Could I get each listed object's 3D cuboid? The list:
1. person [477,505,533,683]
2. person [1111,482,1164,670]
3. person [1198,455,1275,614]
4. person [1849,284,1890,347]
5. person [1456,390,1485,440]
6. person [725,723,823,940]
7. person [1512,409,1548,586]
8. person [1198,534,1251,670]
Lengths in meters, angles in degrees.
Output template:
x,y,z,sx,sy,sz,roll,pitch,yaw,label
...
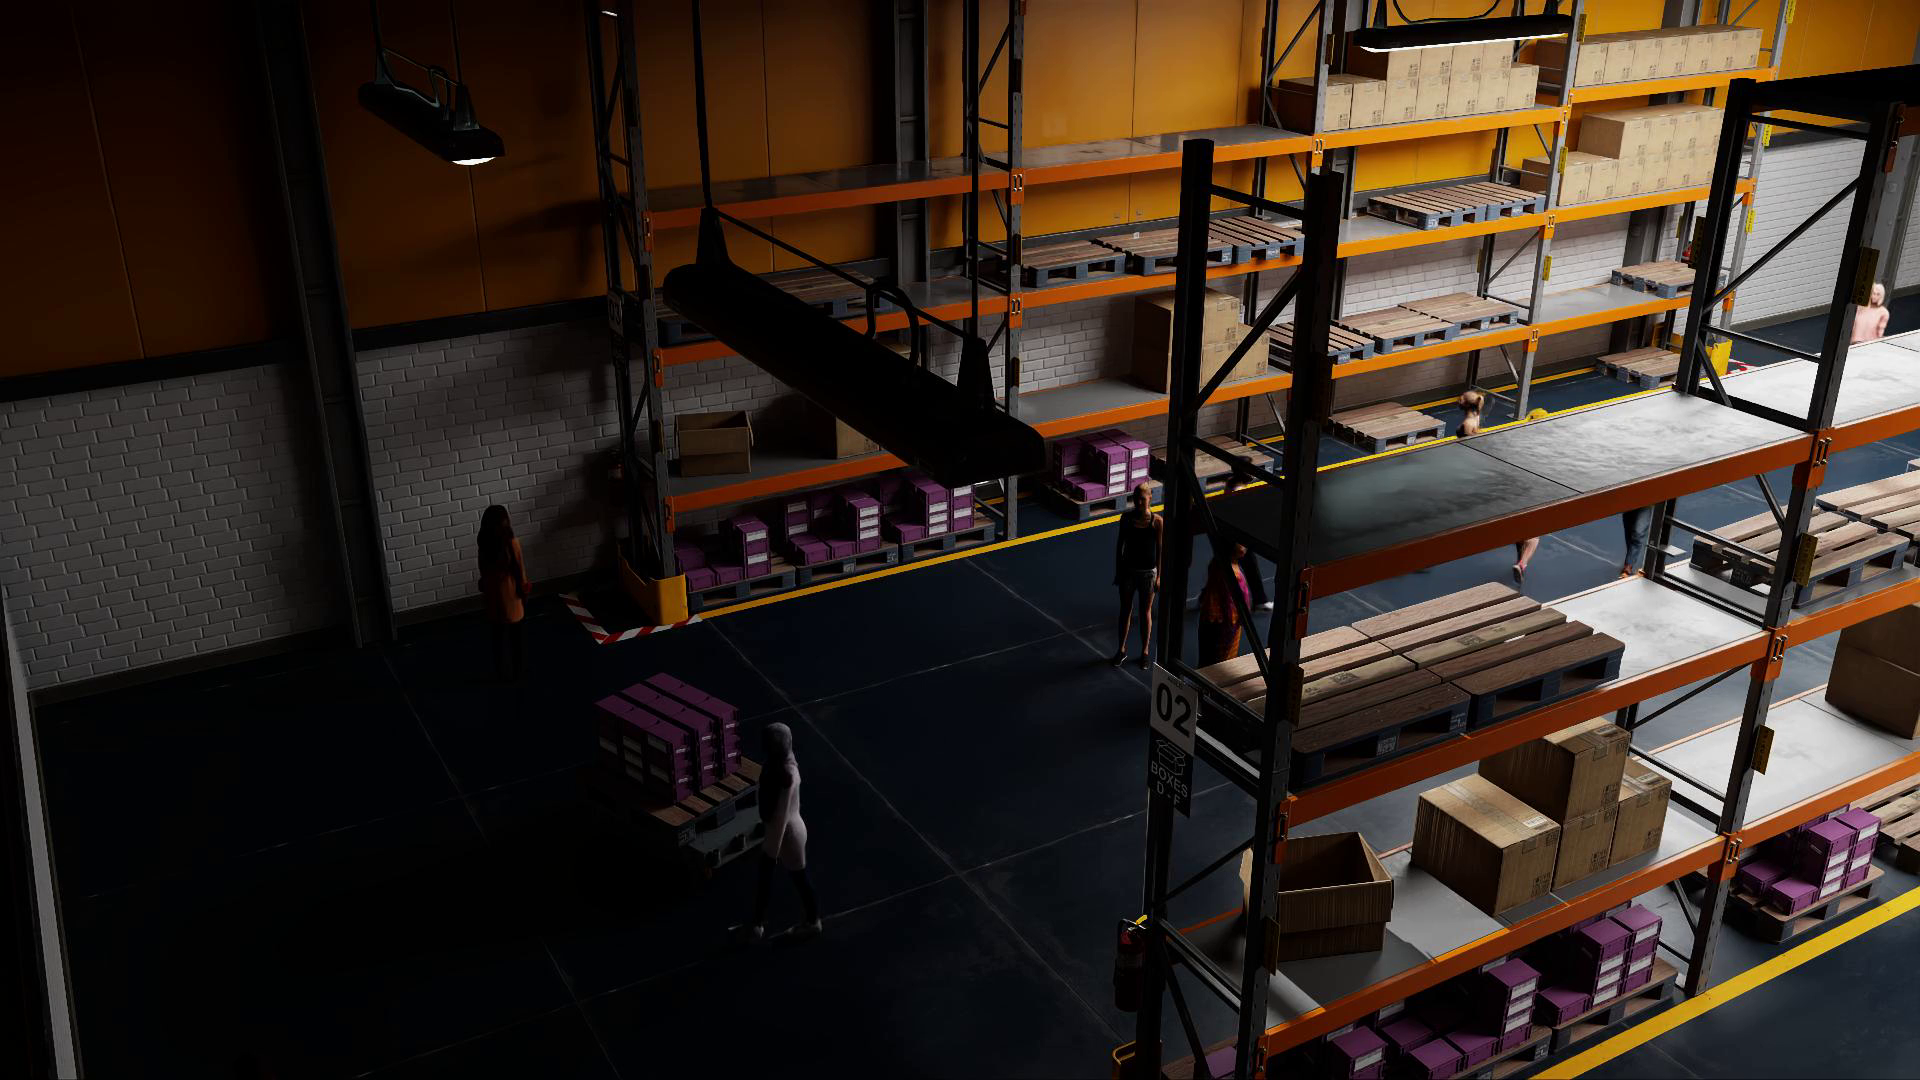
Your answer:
x,y,z,sx,sy,sz,roll,pitch,yaw,label
-4.195,0.480,15.296,0.767,1.720,0.826,6,24,14,person
1.667,0.298,15.555,0.675,1.846,0.737,6,24,13,person
2.712,-0.042,16.572,1.122,1.654,0.922,-2,24,-5,person
12.182,-2.621,22.438,0.845,1.681,1.218,20,31,38,person
5.607,-0.828,18.324,0.832,1.691,0.732,13,27,28,person
-1.136,2.053,11.653,0.961,1.755,0.739,-8,25,-18,person
5.899,-0.415,17.209,1.008,1.826,1.168,12,26,25,person
2.364,0.669,14.917,0.809,1.676,0.776,-1,24,-2,person
